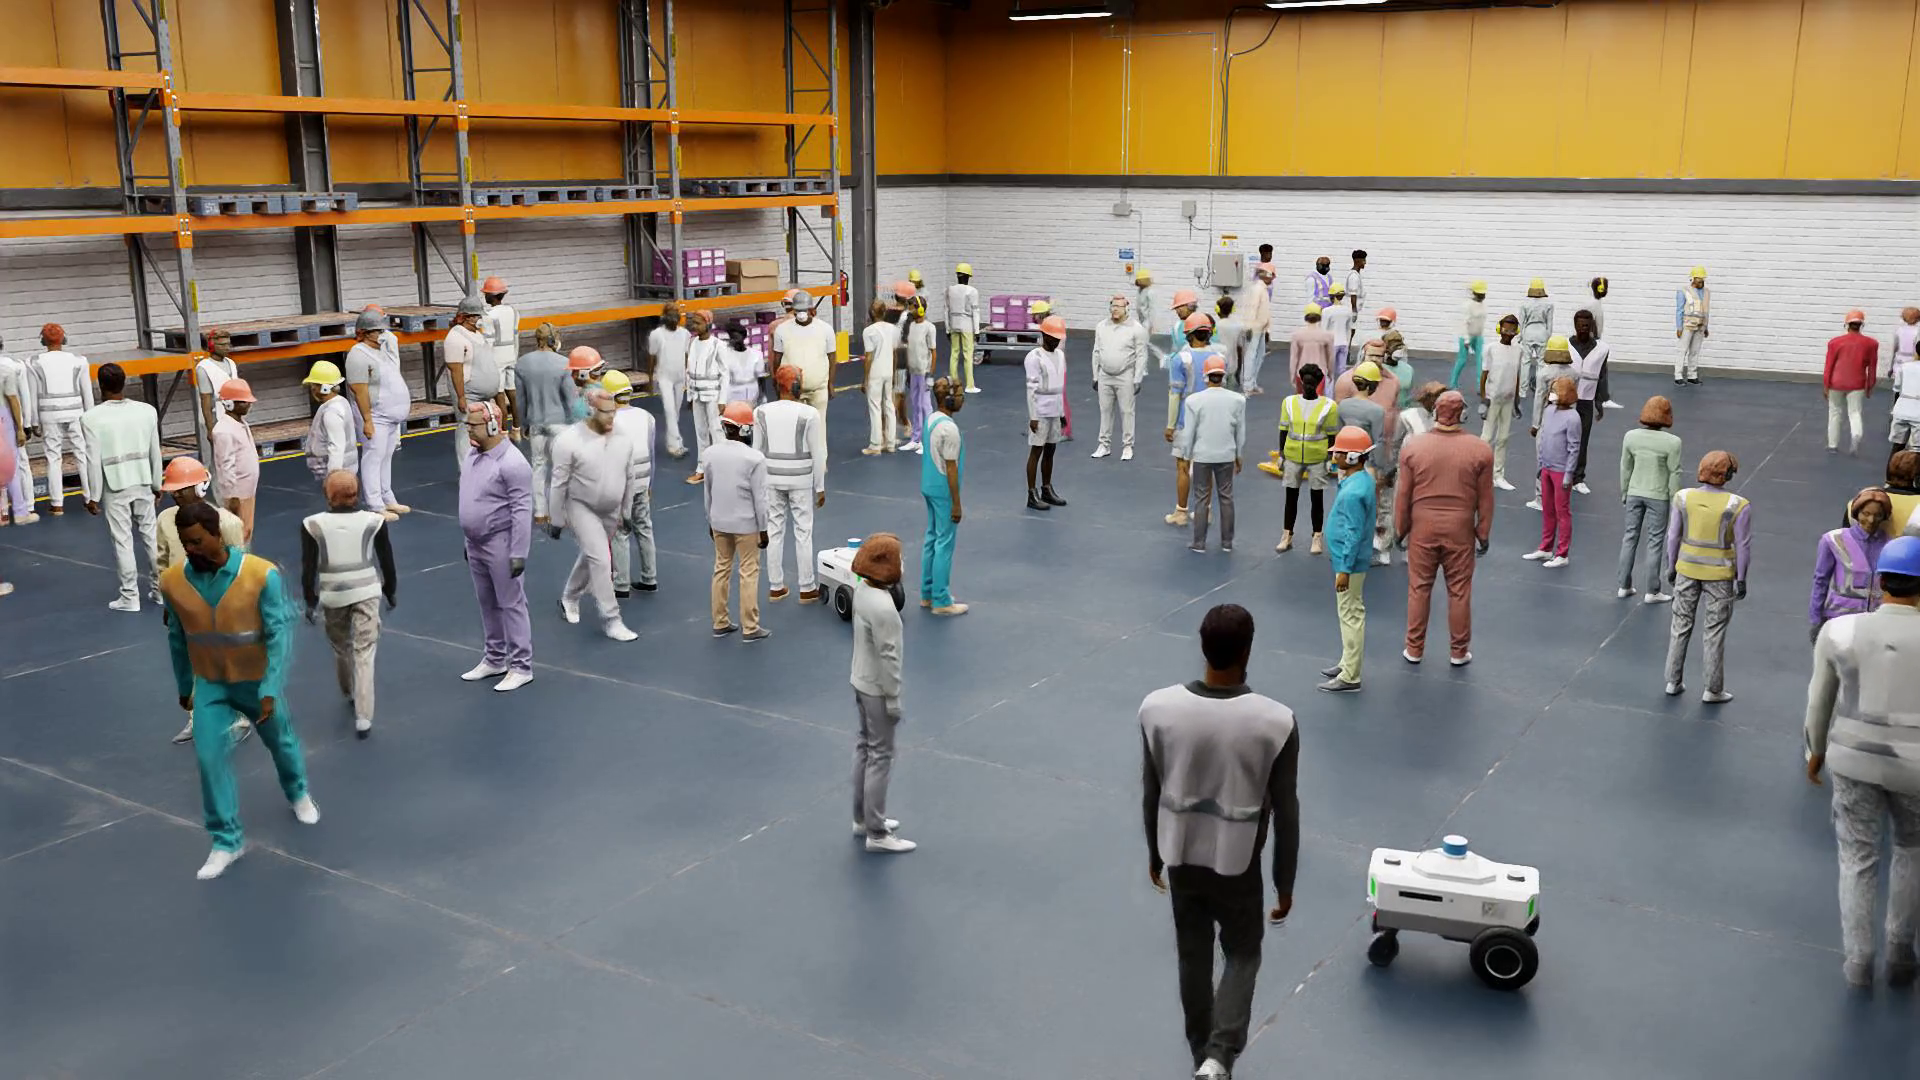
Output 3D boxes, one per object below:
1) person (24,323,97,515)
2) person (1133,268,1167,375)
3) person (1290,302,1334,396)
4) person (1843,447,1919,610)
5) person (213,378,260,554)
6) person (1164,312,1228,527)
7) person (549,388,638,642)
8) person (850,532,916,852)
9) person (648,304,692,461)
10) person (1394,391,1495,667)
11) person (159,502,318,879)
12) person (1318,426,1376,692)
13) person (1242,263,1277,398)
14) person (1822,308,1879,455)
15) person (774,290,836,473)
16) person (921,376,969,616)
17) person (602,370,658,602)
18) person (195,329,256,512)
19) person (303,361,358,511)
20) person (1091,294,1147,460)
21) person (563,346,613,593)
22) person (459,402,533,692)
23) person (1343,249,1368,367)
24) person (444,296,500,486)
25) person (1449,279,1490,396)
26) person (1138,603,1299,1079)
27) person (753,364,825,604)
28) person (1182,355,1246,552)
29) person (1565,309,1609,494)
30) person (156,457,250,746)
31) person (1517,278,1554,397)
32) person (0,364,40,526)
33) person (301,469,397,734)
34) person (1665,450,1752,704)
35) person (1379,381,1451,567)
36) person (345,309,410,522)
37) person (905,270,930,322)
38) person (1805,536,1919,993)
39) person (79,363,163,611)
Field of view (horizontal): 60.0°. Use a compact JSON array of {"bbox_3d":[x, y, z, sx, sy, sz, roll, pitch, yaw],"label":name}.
[{"bbox_3d":[-8.813,-1.188,16.330,0.575,1.876,0.355,-9,16,-35],"label":"person"},{"bbox_3d":[3.049,-3.512,26.733,0.621,1.722,0.493,-5,14,-22],"label":"person"},{"bbox_3d":[4.263,-2.015,20.228,0.517,1.728,0.894,5,14,19],"label":"person"},{"bbox_3d":[5.394,0.376,9.612,0.430,1.845,0.624,-6,14,-24],"label":"person"},{"bbox_3d":[-5.711,-0.416,13.241,0.343,1.747,0.572,-2,13,-10],"label":"person"},{"bbox_3d":[2.224,-1.135,15.771,0.615,2.028,0.409,-6,14,-26],"label":"person"},{"bbox_3d":[-2.723,-0.221,12.227,1.004,1.848,0.641,11,17,39],"label":"person"},{"bbox_3d":[-0.410,0.759,8.405,0.265,1.632,0.505,-4,14,-18],"label":"person"},{"bbox_3d":[-3.288,-1.823,19.240,0.538,1.794,0.948,-7,15,-29],"label":"person"},{"bbox_3d":[3.317,-0.075,11.433,0.652,1.904,0.402,4,13,16],"label":"person"},{"bbox_3d":[-3.621,0.664,8.365,0.615,1.860,0.922,-1,13,-6],"label":"person"},{"bbox_3d":[2.542,0.120,10.912,0.329,1.751,0.570,4,14,16],"label":"person"},{"bbox_3d":[4.332,-3.046,24.256,0.390,1.950,0.769,6,14,23],"label":"person"},{"bbox_3d":[10.423,-1.846,19.492,0.573,1.728,0.688,3,13,14],"label":"person"},{"bbox_3d":[-1.711,-1.736,18.338,0.689,2.000,0.537,-1,13,-3],"label":"person"},{"bbox_3d":[-0.121,-0.331,12.700,0.335,1.840,0.508,-5,14,-21],"label":"person"},{"bbox_3d":[-2.660,-0.429,13.158,0.404,1.823,0.591,10,16,36],"label":"person"},{"bbox_3d":[-7.147,-1.121,16.100,0.374,1.841,0.574,1,13,4],"label":"person"},{"bbox_3d":[-5.161,-0.562,13.689,0.403,1.837,0.588,-3,13,-15],"label":"person"},{"bbox_3d":[1.813,-1.881,19.251,0.643,1.913,0.408,7,15,27],"label":"person"},{"bbox_3d":[-2.947,-0.564,13.375,0.406,1.986,0.616,3,13,11],"label":"person"},{"bbox_3d":[-3.079,0.037,10.941,0.651,1.907,0.409,11,17,40],"label":"person"},{"bbox_3d":[6.583,-3.872,27.798,0.376,1.958,0.599,2,13,10],"label":"person"},{"bbox_3d":[-5.160,-1.592,17.714,0.535,2.000,0.679,2,13,8],"label":"person"},{"bbox_3d":[7.504,-2.939,24.256,0.546,1.719,0.853,-7,15,-27],"label":"person"},{"bbox_3d":[0.913,1.178,6.031,0.599,1.896,0.655,5,14,20],"label":"person"},{"bbox_3d":[-1.333,-0.436,13.034,0.582,1.884,0.338,4,14,16],"label":"person"},{"bbox_3d":[2.242,-0.764,14.754,0.573,1.746,0.346,-1,13,-6],"label":"person"},{"bbox_3d":[6.412,-1.440,17.319,0.593,1.920,0.391,1,13,4],"label":"person"},{"bbox_3d":[-4.493,0.366,9.848,0.570,1.749,0.342,3,13,11],"label":"person"},{"bbox_3d":[8.368,-2.941,24.237,0.489,1.737,0.315,3,13,12],"label":"person"},{"bbox_3d":[-9.136,-1.048,15.778,0.506,1.846,0.350,1,13,4],"label":"person"},{"bbox_3d":[-3.755,0.346,10.264,0.540,1.588,0.879,-4,14,-16],"label":"person"},{"bbox_3d":[4.785,0.235,10.667,0.305,1.638,0.522,-12,18,-42],"label":"person"},{"bbox_3d":[3.905,-0.550,14.143,0.575,1.604,0.325,-1,13,-3],"label":"person"},{"bbox_3d":[-5.582,-1.212,16.062,0.538,2.000,0.684,0,13,-1],"label":"person"},{"bbox_3d":[-0.686,-3.366,26.125,0.480,1.705,0.817,-2,13,-7],"label":"person"},{"bbox_3d":[3.914,0.931,7.031,0.638,1.914,0.639,8,15,30],"label":"person"},{"bbox_3d":[-6.427,-0.405,12.829,0.383,1.918,0.591,9,16,34],"label":"person"}]
